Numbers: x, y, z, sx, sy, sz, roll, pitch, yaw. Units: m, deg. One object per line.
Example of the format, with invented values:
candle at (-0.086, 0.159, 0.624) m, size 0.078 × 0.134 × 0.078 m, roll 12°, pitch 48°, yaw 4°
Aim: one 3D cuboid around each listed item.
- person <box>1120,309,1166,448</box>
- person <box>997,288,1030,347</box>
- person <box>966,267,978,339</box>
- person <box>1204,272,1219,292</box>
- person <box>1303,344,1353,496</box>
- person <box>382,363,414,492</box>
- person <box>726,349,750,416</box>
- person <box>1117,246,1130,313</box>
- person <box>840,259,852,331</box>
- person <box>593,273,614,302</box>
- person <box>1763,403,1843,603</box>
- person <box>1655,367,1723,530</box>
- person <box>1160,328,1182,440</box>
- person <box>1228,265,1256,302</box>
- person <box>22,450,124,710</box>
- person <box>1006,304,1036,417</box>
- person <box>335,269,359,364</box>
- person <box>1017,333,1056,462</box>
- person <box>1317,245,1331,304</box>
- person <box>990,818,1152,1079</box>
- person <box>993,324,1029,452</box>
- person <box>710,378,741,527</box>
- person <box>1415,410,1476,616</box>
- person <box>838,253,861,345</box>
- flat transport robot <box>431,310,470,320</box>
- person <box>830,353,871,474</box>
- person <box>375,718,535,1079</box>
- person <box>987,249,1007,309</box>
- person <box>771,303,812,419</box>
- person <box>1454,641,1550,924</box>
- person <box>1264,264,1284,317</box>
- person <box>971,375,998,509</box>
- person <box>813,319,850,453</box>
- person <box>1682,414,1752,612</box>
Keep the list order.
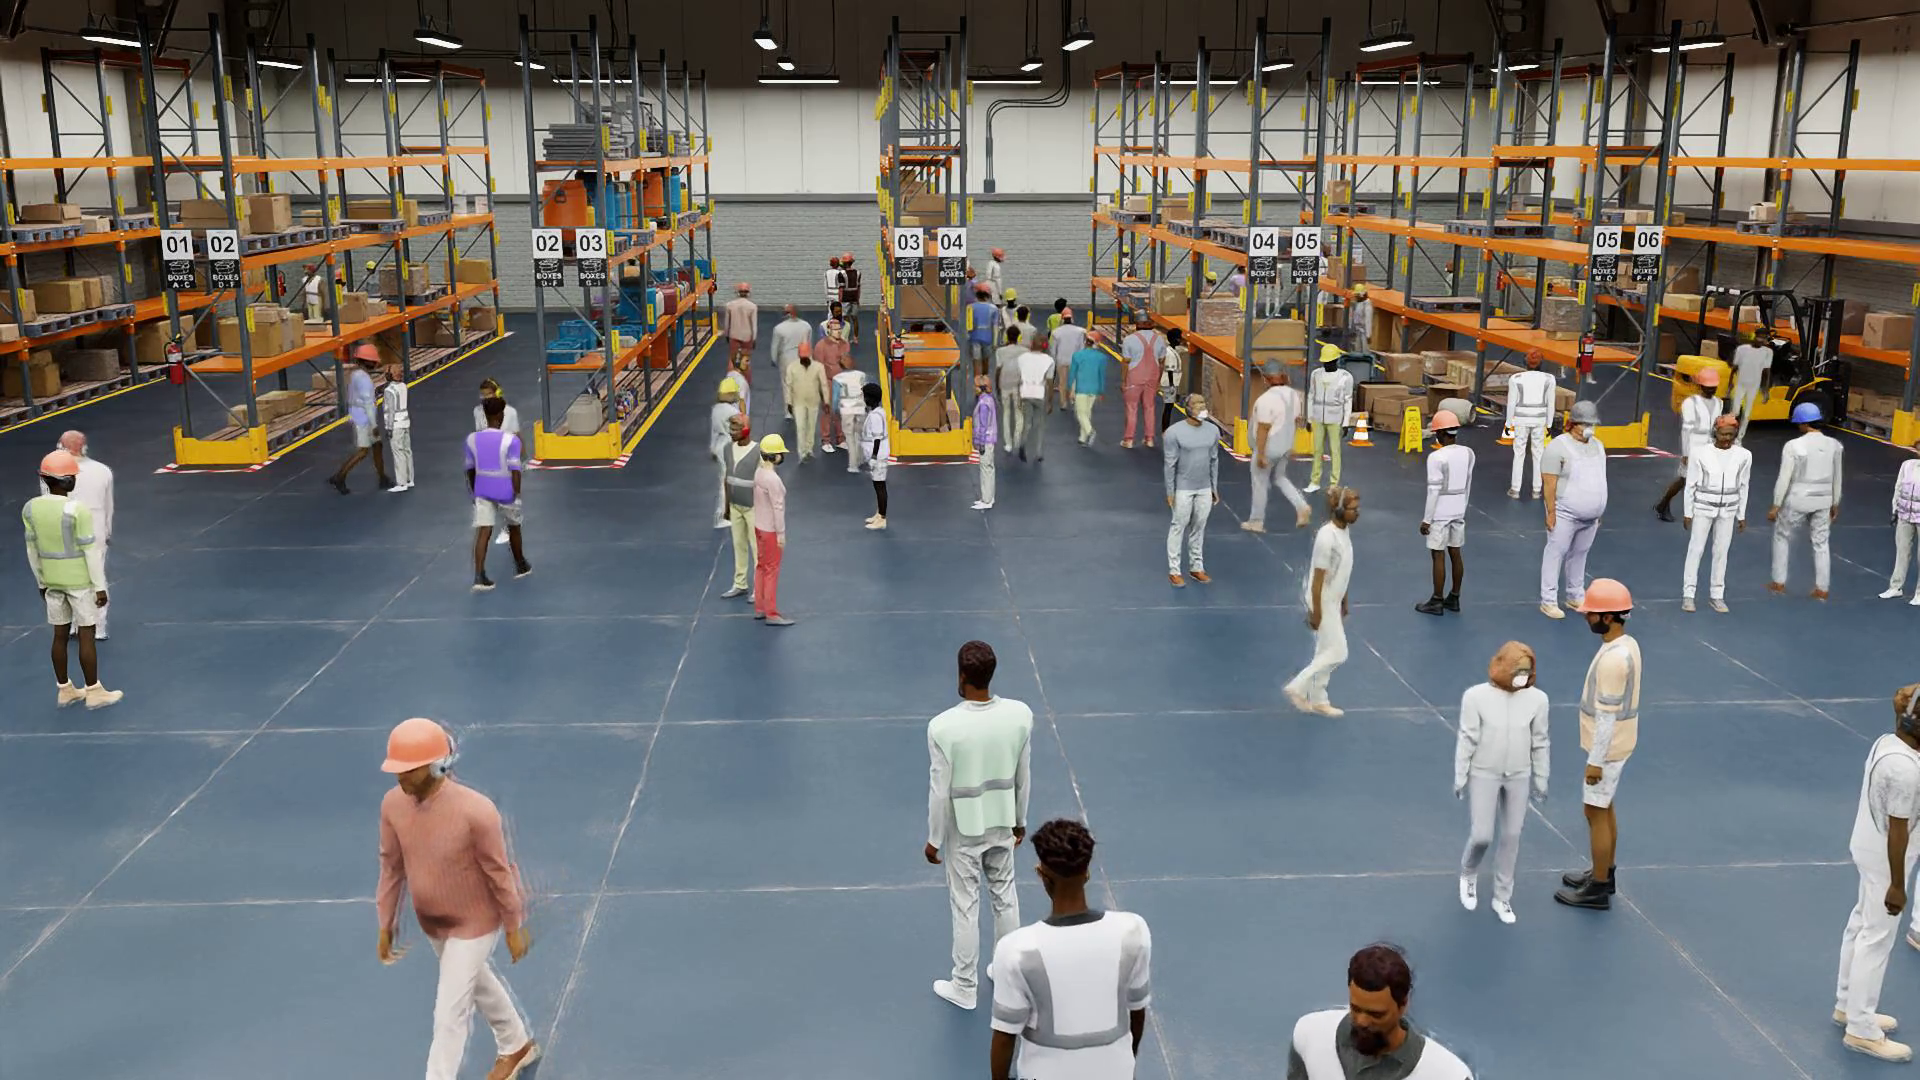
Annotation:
person at (2.632, -2.368, 24.301) m, size 0.684 × 2.000 × 0.535 m, roll -5°, pitch 14°, yaw -21°
person at (0.965, -3.541, 29.581) m, size 0.631 × 1.895 × 0.675 m, roll 3°, pitch 14°, yaw 13°
person at (0.228, -5.434, 38.161) m, size 0.277 × 1.633 × 0.507 m, roll -7°, pitch 15°, yaw -27°
person at (5.265, -4.770, 35.082) m, size 0.339 × 1.766 × 0.526 m, roll 0°, pitch 13°, yaw -2°
person at (4.638, -1.519, 20.966) m, size 0.586 × 1.917 × 0.380 m, roll 10°, pitch 16°, yaw 35°
person at (-7.170, -1.433, 21.197) m, size 0.306 × 1.639 × 0.523 m, roll 1°, pitch 13°, yaw 5°
person at (-2.788, -1.482, 20.969) m, size 0.327 × 1.841 × 0.511 m, roll -6°, pitch 15°, yaw -24°
person at (4.364, -6.889, 44.032) m, size 0.297 × 1.772 × 0.533 m, roll -9°, pitch 16°, yaw -34°
person at (-2.757, -5.832, 39.595) m, size 0.348 × 1.759 × 0.519 m, roll 8°, pitch 15°, yaw 30°
person at (-8.533, -5.843, 39.670) m, size 0.586 × 1.725 × 0.674 m, roll 3°, pitch 14°, yaw 14°
person at (8.175, -0.361, 16.095) m, size 0.706 × 1.913 × 0.654 m, roll -1°, pitch 13°, yaw -6°
person at (8.483, -1.066, 19.128) m, size 0.549 × 1.901 × 0.946 m, roll -4°, pitch 14°, yaw -16°
person at (3.159, -2.338, 24.928) m, size 0.319 × 1.690 × 0.540 m, roll 2°, pitch 13°, yaw 10°
person at (6.079, -5.045, 35.727) m, size 0.611 × 2.013 × 0.918 m, roll -3°, pitch 14°, yaw -11°
person at (-6.911, 0.310, 12.948) m, size 0.615 × 2.042 × 0.375 m, roll 4°, pitch 14°, yaw 15°
person at (0.979, -2.868, 26.871) m, size 0.522 × 1.846 × 0.782 m, roll -2°, pitch 13°, yaw -9°
person at (-12.078, -4.320, 32.672) m, size 0.623 × 1.989 × 0.400 m, roll 7°, pitch 15°, yaw 26°
person at (1.025, -1.957, 23.050) m, size 0.580 × 1.809 × 0.585 m, roll 5°, pitch 14°, yaw 22°
person at (9.299, -6.575, 42.488) m, size 0.354 × 1.879 × 0.568 m, roll 11°, pitch 17°, yaw 39°
person at (0.401, 1.969, 6.115) m, size 0.624 × 1.951 × 0.410 m, roll -3°, pitch 14°, yaw -12°
person at (0.733, -2.151, 23.810) m, size 0.517 × 1.848 × 0.632 m, roll 0°, pitch 13°, yaw 1°
person at (-2.626, -1.010, 19.215) m, size 0.559 × 1.726 × 0.494 m, roll -9°, pitch 16°, yaw -34°
person at (4.528, -0.253, 15.582) m, size 0.542 × 1.928 × 0.380 m, roll -8°, pitch 15°, yaw -29°
person at (-2.469, -5.308, 36.755) m, size 0.612 × 2.041 × 0.380 m, roll -12°, pitch 18°, yaw -42°
flat transport robot at (-12.780, -5.749, 42.413) m, size 1.431 × 0.197 × 0.652 m, roll 10°, pitch 17°, yaw 36°
person at (-1.489, -1.709, 22.407) m, size 0.545 × 1.611 × 0.516 m, roll -9°, pitch 16°, yaw -34°
person at (-2.271, 1.682, 7.380) m, size 0.629 × 1.931 × 1.046 m, roll 7°, pitch 15°, yaw 26°
person at (0.832, -5.920, 39.472) m, size 0.418 × 1.993 × 0.777 m, roll -3°, pitch 14°, yaw -13°
person at (-2.720, -2.882, 26.821) m, size 0.684 × 1.884 × 0.548 m, roll -7°, pitch 15°, yaw -28°
person at (3.061, 1.358, 9.391) m, size 0.525 × 1.620 × 0.334 m, roll -1°, pitch 13°, yaw -3°
person at (8.130, -6.606, 43.122) m, size 0.528 × 1.637 × 0.310 m, roll 7°, pitch 15°, yaw 26°
person at (0.301, -1.188, 20.182) m, size 0.314 × 1.634 × 0.515 m, roll 1°, pitch 13°, yaw 5°
person at (-1.793, -2.223, 23.975) m, size 0.408 × 1.908 × 0.644 m, roll 12°, pitch 18°, yaw 42°
person at (7.111, -0.251, 15.666) m, size 0.574 × 1.886 × 0.356 m, roll 2°, pitch 13°, yaw 7°
